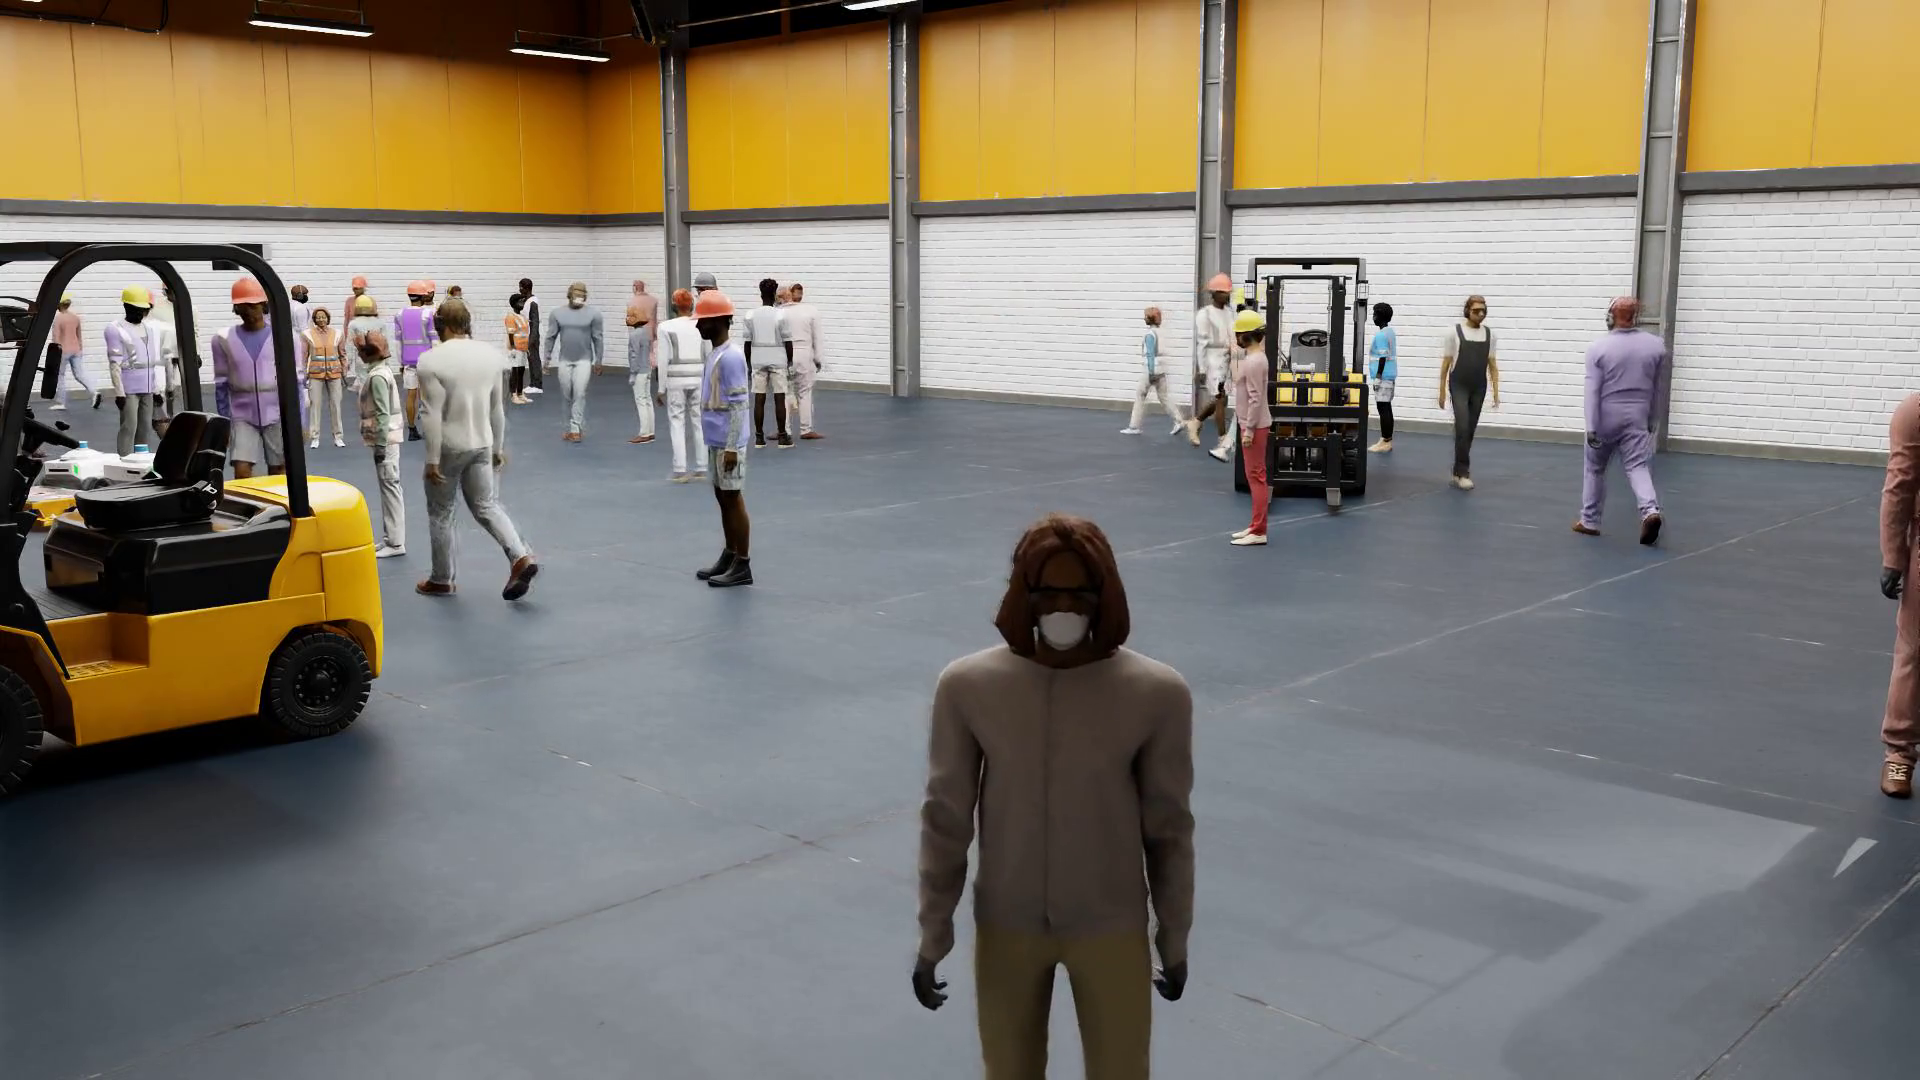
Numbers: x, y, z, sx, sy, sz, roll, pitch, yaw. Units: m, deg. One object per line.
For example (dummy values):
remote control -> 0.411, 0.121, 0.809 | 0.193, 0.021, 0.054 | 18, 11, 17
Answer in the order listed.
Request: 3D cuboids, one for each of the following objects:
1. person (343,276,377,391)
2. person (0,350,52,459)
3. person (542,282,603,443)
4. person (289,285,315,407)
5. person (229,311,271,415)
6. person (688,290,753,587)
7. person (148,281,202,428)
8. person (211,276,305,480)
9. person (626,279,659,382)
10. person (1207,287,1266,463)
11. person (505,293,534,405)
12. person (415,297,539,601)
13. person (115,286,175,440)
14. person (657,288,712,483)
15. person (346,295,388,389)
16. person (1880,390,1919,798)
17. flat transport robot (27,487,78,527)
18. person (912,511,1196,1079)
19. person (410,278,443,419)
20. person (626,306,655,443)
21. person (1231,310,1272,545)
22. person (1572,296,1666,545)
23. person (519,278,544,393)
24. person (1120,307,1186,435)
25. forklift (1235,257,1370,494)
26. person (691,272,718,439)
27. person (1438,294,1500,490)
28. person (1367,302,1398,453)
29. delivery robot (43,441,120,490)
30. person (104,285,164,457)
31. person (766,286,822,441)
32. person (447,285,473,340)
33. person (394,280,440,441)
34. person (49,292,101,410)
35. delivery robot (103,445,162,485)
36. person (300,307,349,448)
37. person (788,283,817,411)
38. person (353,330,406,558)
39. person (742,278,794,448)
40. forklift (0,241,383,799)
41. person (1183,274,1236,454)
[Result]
person -> -10.207, -3.541, 28.476 | 0.617, 1.969, 0.916 | 4, 10, 25
person -> -10.365, -1.623, 17.870 | 0.881, 1.588, 0.511 | -4, 10, -23
person -> -4.620, -2.122, 19.894 | 0.685, 1.912, 0.471 | 0, 9, -1
person -> -9.914, -2.914, 25.025 | 0.429, 1.835, 0.617 | -8, 12, -41
person -> -9.816, -2.634, 23.056 | 0.662, 1.905, 0.885 | 6, 11, 32
person -> -1.571, -0.658, 10.873 | 0.378, 1.932, 0.551 | -4, 10, -21
person -> -10.003, -2.379, 21.237 | 0.613, 1.994, 0.382 | -8, 12, -39
person -> -4.960, -0.847, 11.788 | 0.609, 2.022, 0.689 | -3, 10, -16
person -> -5.652, -3.706, 29.684 | 0.643, 1.884, 0.679 | -8, 12, -40
person -> 3.021, -1.760, 17.799 | 1.003, 1.872, 0.609 | -6, 11, -34
person -> -6.761, -2.922, 25.474 | 0.318, 1.699, 0.535 | 2, 9, 10
person -> -3.044, -0.554, 10.362 | 0.891, 1.909, 0.645 | 6, 11, 33
person -> -7.897, -1.503, 16.142 | 0.585, 1.908, 0.651 | -8, 12, -40
person -> -2.671, -1.500, 16.189 | 0.583, 1.883, 0.339 | -6, 11, -32
person -> -7.790, -2.343, 21.850 | 0.496, 1.728, 0.478 | -9, 13, -42
person -> 3.922, 0.078, 6.443 | 0.646, 1.907, 0.401 | 3, 10, 16
flat transport robot -> -7.636, -0.290, 13.699 | 1.431, 0.197, 0.652 | 6, 11, 31
person -> 0.185, 0.757, 3.146 | 0.517, 1.632, 0.324 | 2, 9, 10
person -> -7.326, -2.638, 23.002 | 0.545, 1.938, 0.358 | -4, 10, -22
person -> -3.817, -1.968, 19.824 | 0.266, 1.631, 0.507 | 1, 9, 9
person -> 2.177, -0.838, 12.498 | 0.328, 1.765, 0.527 | 2, 10, 14
person -> 5.044, -0.917, 12.656 | 0.641, 1.873, 0.888 | 0, 9, -3
person -> -7.165, -3.409, 27.808 | 0.391, 1.914, 0.587 | -5, 10, -26
person -> 2.441, -2.108, 20.750 | 0.786, 1.607, 0.519 | 5, 11, 30
forklift -> 3.309, -1.629, 16.029 | 1.214, 2.155, 2.313 | 2, 9, 11
person -> -3.099, -2.228, 20.174 | 0.537, 2.000, 0.679 | -1, 9, -5
person -> 4.810, -1.372, 15.566 | 0.521, 1.820, 0.757 | -1, 9, -9
person -> 4.769, -1.830, 18.777 | 0.317, 1.697, 0.540 | 4, 10, 24
delivery robot -> -7.690, -0.622, 14.582 | 0.477, 0.478, 0.707 | 1, 9, 4
person -> -7.692, -1.415, 15.562 | 0.381, 1.918, 0.584 | 2, 9, 10
person -> -2.015, -2.138, 20.165 | 0.728, 1.873, 0.395 | -4, 10, -22
person -> -7.600, -2.904, 24.939 | 0.845, 1.845, 0.510 | 4, 10, 24
person -> -6.510, -2.155, 20.038 | 0.546, 1.939, 0.375 | 2, 9, 9
person -> -13.038, -2.762, 24.361 | 0.750, 1.746, 0.540 | 3, 10, 17
delivery robot -> -7.029, -0.578, 14.312 | 0.707, 0.478, 0.477 | 5, 11, 31
person -> -7.359, -1.880, 19.270 | 0.523, 1.638, 0.310 | -5, 11, -28
person -> -2.379, -2.798, 24.240 | 0.539, 1.862, 0.390 | -6, 11, -33
person -> -4.162, -0.690, 11.971 | 0.314, 1.639, 0.515 | -3, 10, -18
person -> -2.198, -2.033, 19.204 | 0.602, 1.966, 0.368 | 2, 9, 10
forklift -> -3.706, -0.171, 7.093 | 1.214, 2.155, 2.313 | 9, 13, 43
person -> 2.875, -1.993, 18.810 | 0.621, 2.019, 0.888 | -9, 13, -43
